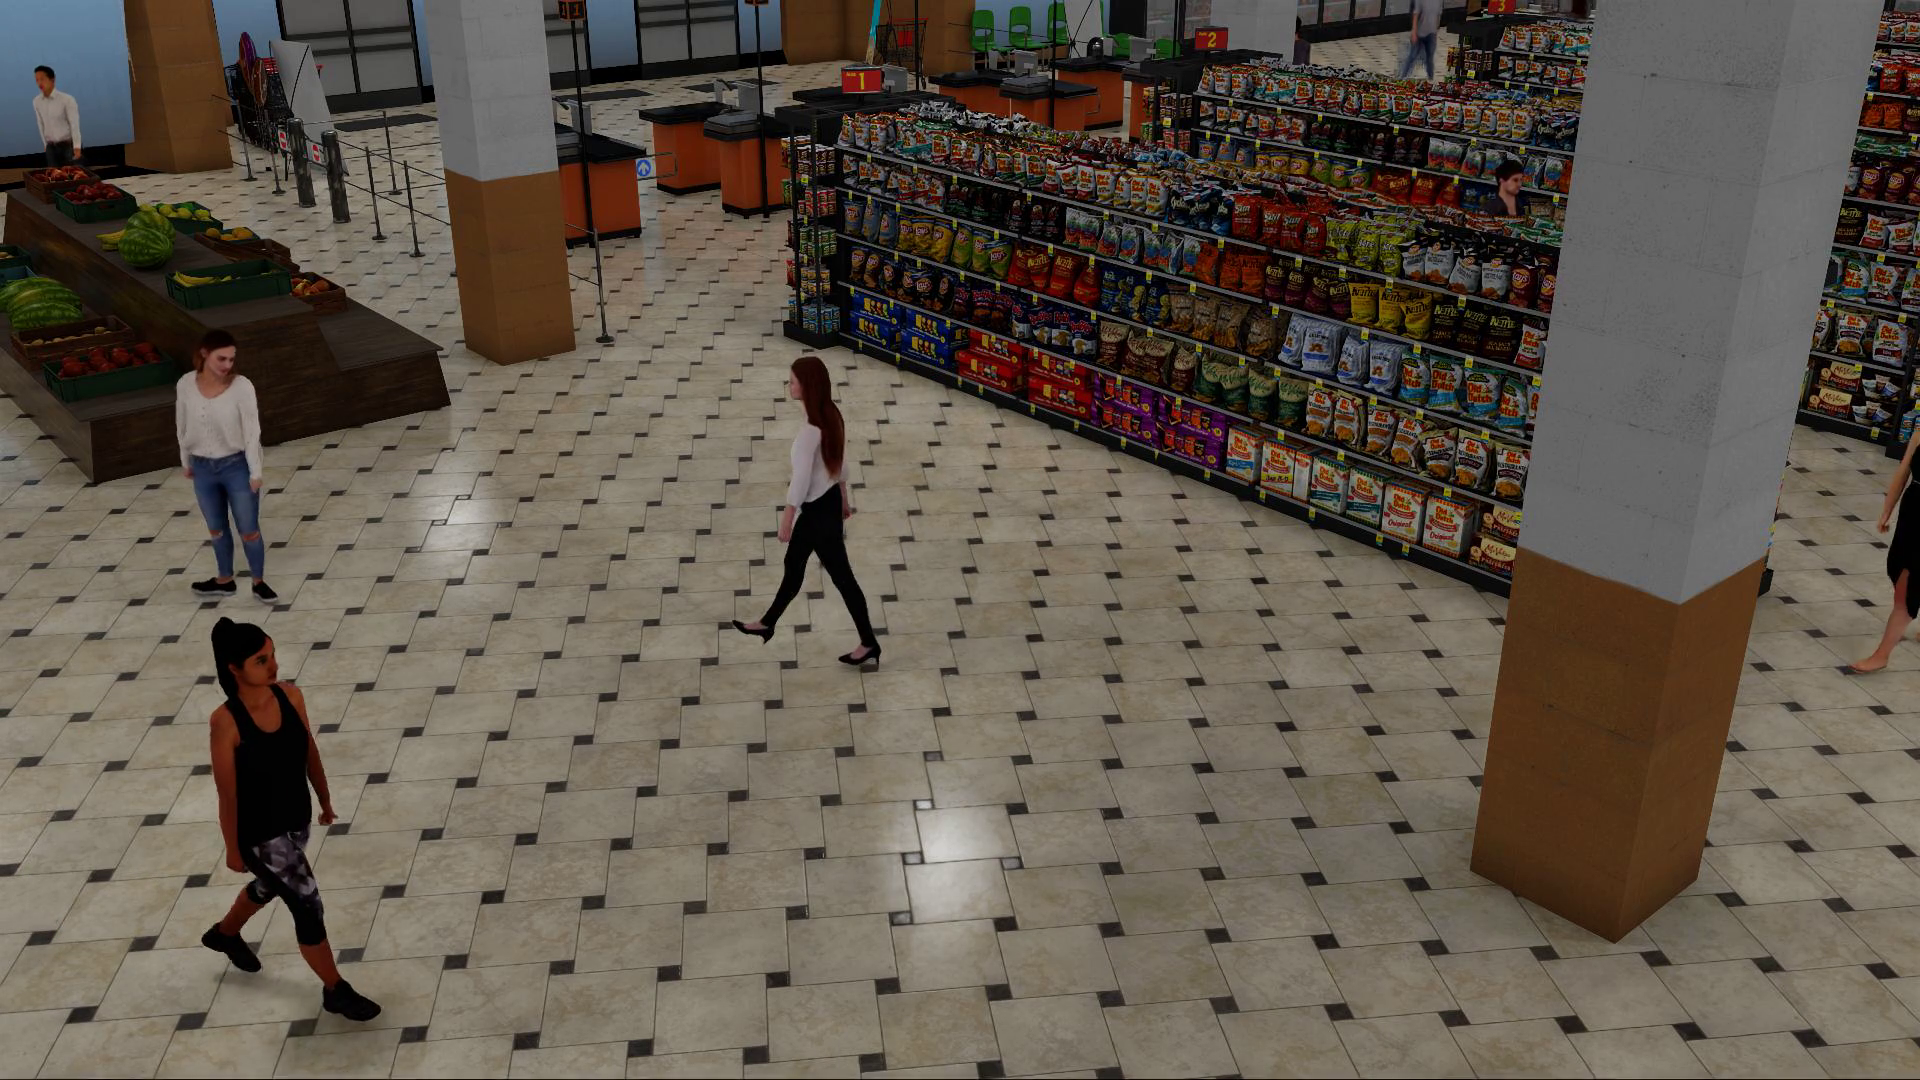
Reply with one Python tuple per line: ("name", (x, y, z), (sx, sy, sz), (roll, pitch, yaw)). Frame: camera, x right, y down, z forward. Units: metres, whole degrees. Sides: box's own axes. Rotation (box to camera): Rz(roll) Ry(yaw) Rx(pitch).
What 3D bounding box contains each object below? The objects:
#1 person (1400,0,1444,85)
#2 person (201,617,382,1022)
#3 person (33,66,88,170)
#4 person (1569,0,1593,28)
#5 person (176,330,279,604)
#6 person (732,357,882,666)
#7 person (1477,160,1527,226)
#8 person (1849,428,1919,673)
("person", (7.685, -8.415, 27.693), (1.113, 1.768, 1.335), (-6, 24, -14))
("person", (-2.651, 1.048, 6.244), (1.152, 1.626, 0.953), (7, 25, 16))
("person", (-9.725, -4.267, 18.205), (1.086, 1.774, 1.153), (1, 24, 3))
("person", (10.869, -9.171, 29.463), (0.871, 1.735, 0.822), (-1, 24, -2))
("person", (-4.255, -0.412, 9.524), (0.835, 1.672, 0.874), (5, 24, 11))
("person", (-0.639, -0.089, 8.729), (1.170, 1.719, 1.047), (5, 24, 11))
("person", (4.159, -2.062, 13.099), (0.732, 1.828, 1.079), (-15, 28, -31))
("person", (5.229, -0.086, 8.880), (0.824, 1.590, 1.072), (-11, 26, -23))
